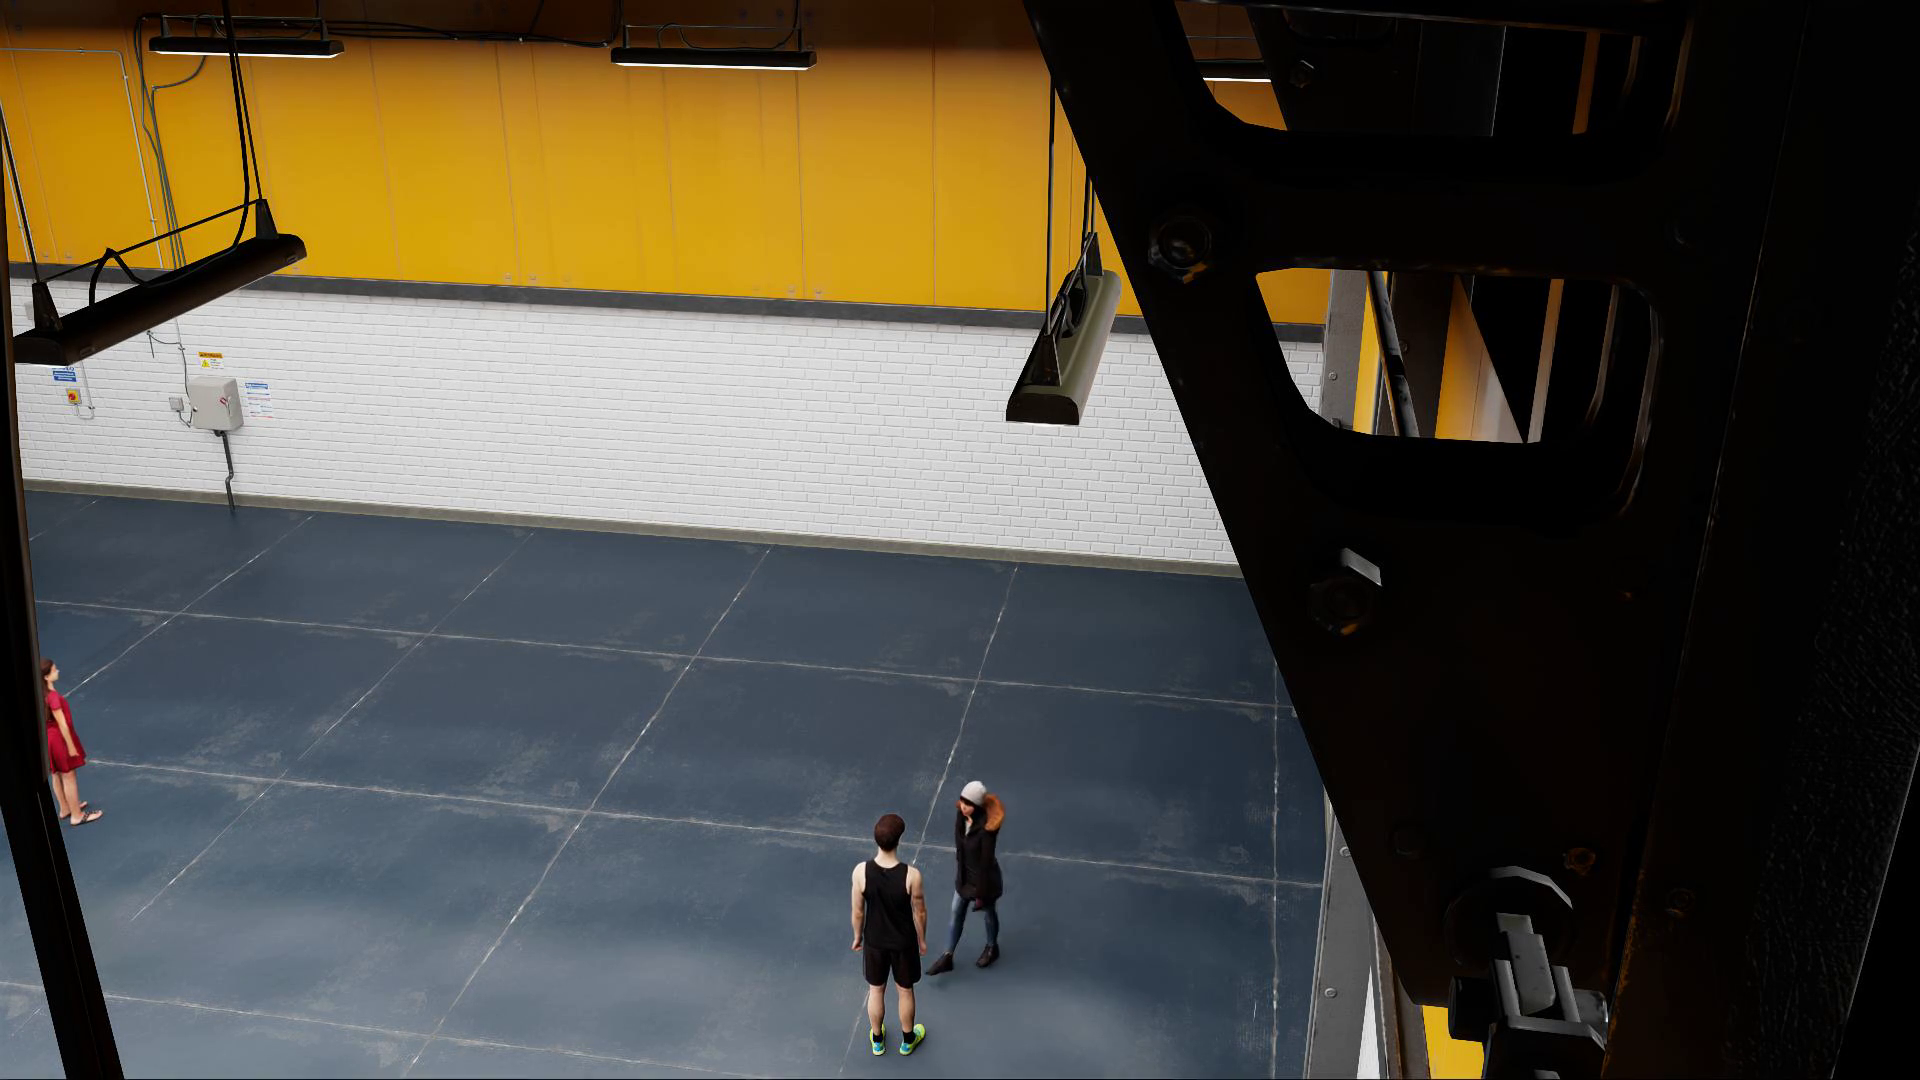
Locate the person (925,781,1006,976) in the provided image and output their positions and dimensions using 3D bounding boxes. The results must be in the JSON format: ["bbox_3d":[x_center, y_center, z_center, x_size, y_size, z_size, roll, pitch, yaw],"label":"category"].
[{"bbox_3d":[0.182,2.501,12.484,0.894,1.616,0.999,20,31,38],"label":"person"}]

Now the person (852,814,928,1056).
[{"bbox_3d":[-0.489,2.757,11.557,0.683,1.890,0.562,3,24,6],"label":"person"}]

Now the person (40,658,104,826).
[{"bbox_3d":[-7.790,1.724,14.341,0.657,1.553,0.716,17,29,33],"label":"person"}]
